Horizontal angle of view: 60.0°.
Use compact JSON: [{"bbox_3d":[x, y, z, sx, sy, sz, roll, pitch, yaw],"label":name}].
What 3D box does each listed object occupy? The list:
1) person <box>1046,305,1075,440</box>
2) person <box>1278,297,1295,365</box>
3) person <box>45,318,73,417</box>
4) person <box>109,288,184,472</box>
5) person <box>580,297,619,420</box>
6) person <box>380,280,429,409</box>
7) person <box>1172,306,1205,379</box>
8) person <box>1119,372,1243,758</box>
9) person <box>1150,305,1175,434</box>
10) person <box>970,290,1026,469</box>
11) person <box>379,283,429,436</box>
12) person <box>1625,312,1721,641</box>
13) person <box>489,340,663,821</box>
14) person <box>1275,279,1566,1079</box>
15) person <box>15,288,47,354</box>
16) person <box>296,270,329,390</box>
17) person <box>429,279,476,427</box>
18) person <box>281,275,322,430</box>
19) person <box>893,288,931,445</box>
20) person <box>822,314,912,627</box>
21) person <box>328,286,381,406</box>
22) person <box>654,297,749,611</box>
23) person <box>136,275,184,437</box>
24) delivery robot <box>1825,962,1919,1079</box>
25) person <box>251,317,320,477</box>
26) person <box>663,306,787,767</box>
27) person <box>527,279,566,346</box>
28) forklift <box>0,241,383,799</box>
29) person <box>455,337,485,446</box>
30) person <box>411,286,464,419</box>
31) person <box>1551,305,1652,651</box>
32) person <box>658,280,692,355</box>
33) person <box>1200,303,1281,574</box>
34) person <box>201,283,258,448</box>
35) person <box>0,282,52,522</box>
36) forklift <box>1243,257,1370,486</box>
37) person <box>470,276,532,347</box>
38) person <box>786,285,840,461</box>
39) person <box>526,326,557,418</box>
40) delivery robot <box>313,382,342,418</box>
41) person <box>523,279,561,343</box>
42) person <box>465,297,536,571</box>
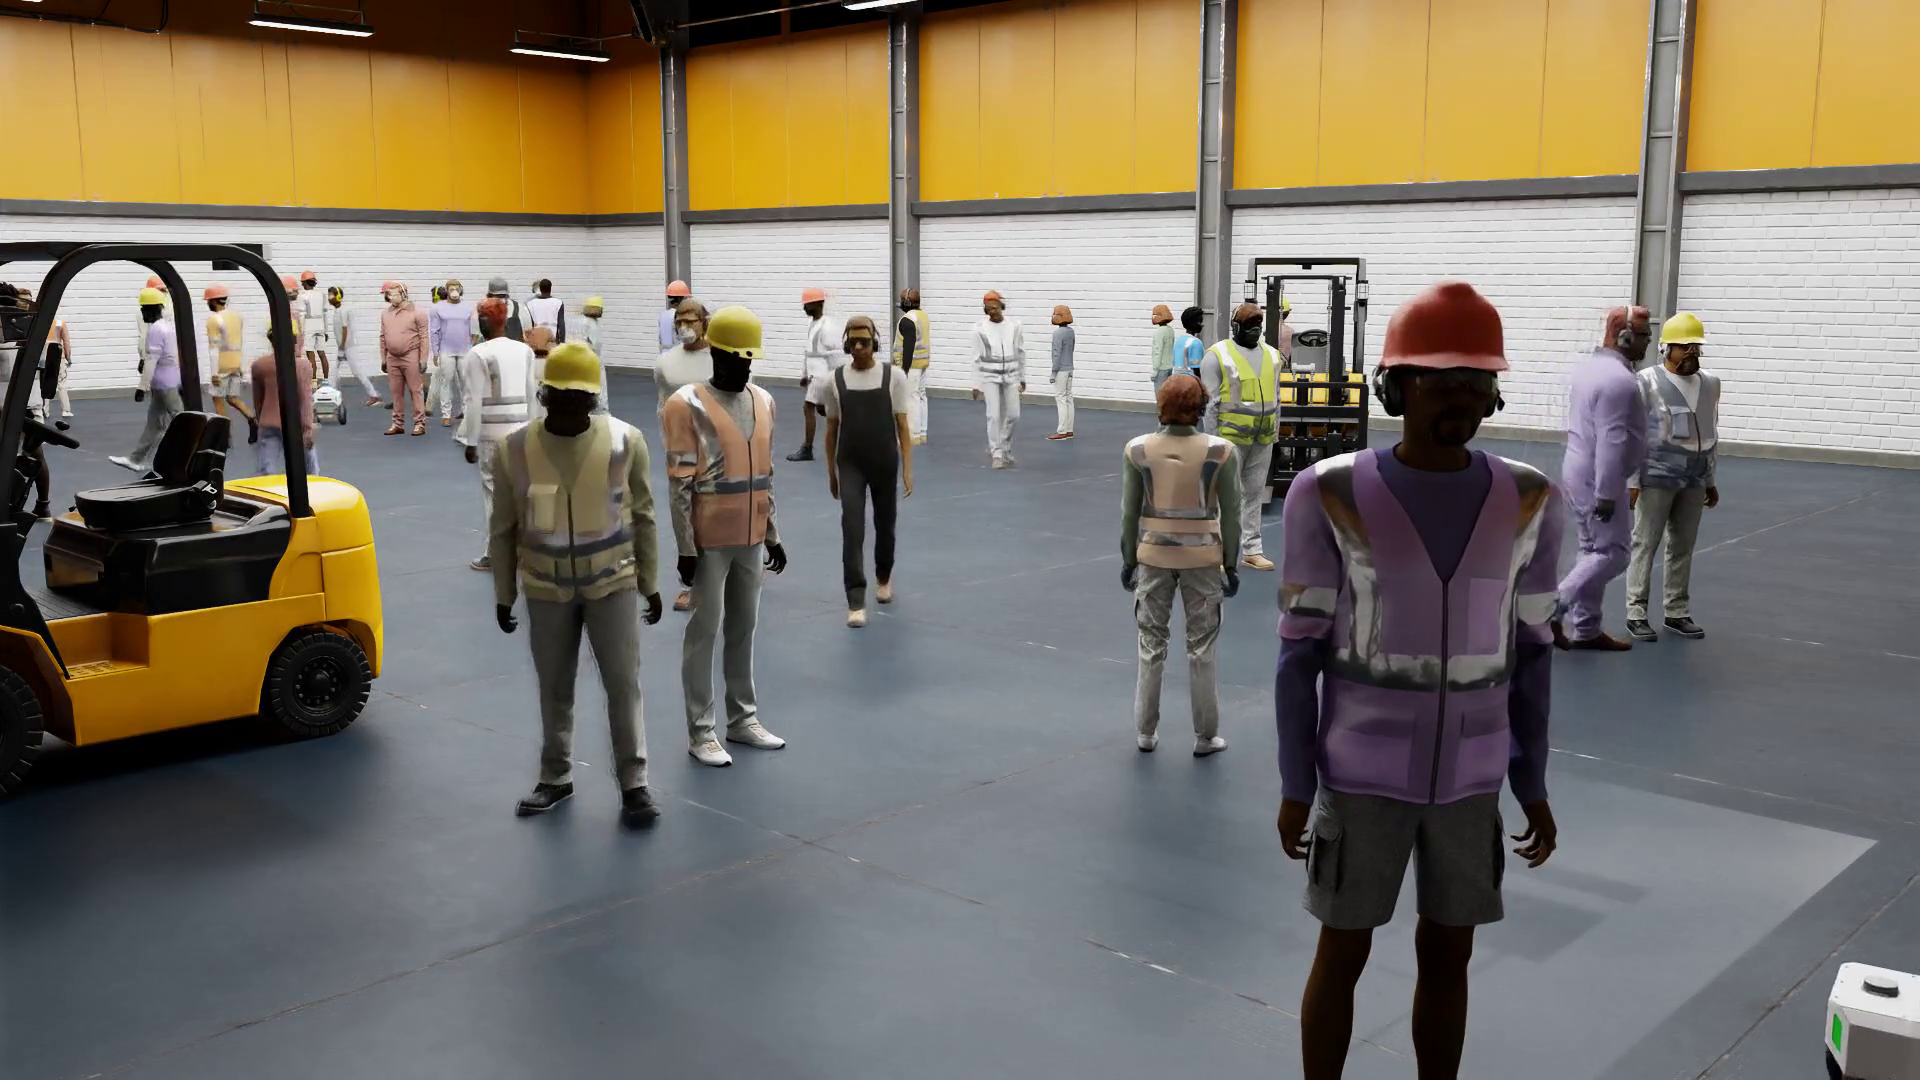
[{"bbox_3d":[1.235,-2.035,20.226,0.280,1.636,0.502,5,10,27],"label":"person"},{"bbox_3d":[3.468,-1.765,18.168,0.303,1.771,0.525,7,12,37],"label":"person"},{"bbox_3d":[-12.651,-2.512,23.143,0.522,1.639,0.306,-3,10,-19],"label":"person"},{"bbox_3d":[-8.115,-1.593,16.785,0.993,1.872,0.602,-3,10,-16],"label":"person"},{"bbox_3d":[-5.093,-2.473,22.735,0.842,1.696,0.535,4,10,22],"label":"person"},{"bbox_3d":[-8.185,-2.860,24.462,0.697,1.912,0.553,3,10,18],"label":"person"},{"bbox_3d":[2.300,-1.498,16.743,0.322,1.699,0.535,-2,10,-15],"label":"person"},{"bbox_3d":[0.931,0.112,7.075,0.529,1.636,0.312,3,10,18],"label":"person"},{"bbox_3d":[2.490,-2.084,20.535,0.268,1.631,0.509,5,11,29],"label":"person"},{"bbox_3d":[0.380,-1.661,17.276,0.632,1.853,0.614,-3,10,-17],"label":"person"},{"bbox_3d":[-6.931,-2.243,20.698,0.645,1.900,0.400,2,10,14],"label":"person"},{"bbox_3d":[3.988,-0.351,9.302,0.600,1.832,0.404,-2,10,-14],"label":"person"},{"bbox_3d":[-1.433,0.168,6.202,0.639,1.813,0.492,-1,9,-8],"label":"person"},{"bbox_3d":[0.969,0.485,3.521,0.605,2.048,0.372,-1,9,-3],"label":"person"},{"bbox_3d":[-11.201,-2.091,19.956,0.402,1.838,0.585,5,10,27],"label":"person"},{"bbox_3d":[-11.091,-3.580,28.452,0.394,2.042,0.611,6,11,31],"label":"person"},{"bbox_3d":[-6.643,-2.461,21.913,0.632,1.940,0.372,-4,10,-25],"label":"person"},{"bbox_3d":[-8.589,-2.400,21.401,0.447,1.988,0.638,-9,13,-44],"label":"person"},{"bbox_3d":[-0.575,-2.042,19.642,0.429,1.842,0.630,3,10,18],"label":"person"},{"bbox_3d":[-0.550,-0.438,9.915,0.523,1.817,0.869,0,9,-3],"label":"person"},{"bbox_3d":[-9.194,-2.881,24.886,1.002,1.820,0.537,-7,11,-36],"label":"person"},{"bbox_3d":[-1.568,-0.557,10.342,0.632,1.911,0.847,2,9,10],"label":"person"},{"bbox_3d":[-9.893,-2.279,20.636,0.403,1.989,0.622,8,12,39],"label":"person"},{"bbox_3d":[2.331,1.154,3.693,0.707,0.478,0.477,6,11,33],"label":"delivery robot"},{"bbox_3d":[-5.136,-0.860,12.753,0.543,1.713,0.920,1,9,9],"label":"person"},{"bbox_3d":[-0.966,-0.022,7.025,0.380,1.917,0.586,7,12,38],"label":"person"},{"bbox_3d":[-6.573,-3.190,26.482,0.587,1.911,0.397,0,9,3],"label":"person"},{"bbox_3d":[-3.706,-0.171,7.093,1.214,2.155,2.313,9,13,43],"label":"forklift"},{"bbox_3d":[-5.526,-1.885,19.469,0.866,1.586,0.562,-1,9,-8],"label":"person"},{"bbox_3d":[-7.155,-2.573,22.966,0.942,1.825,0.541,3,10,20],"label":"person"},{"bbox_3d":[3.384,-0.307,8.877,0.509,1.884,0.689,1,9,7],"label":"person"},{"bbox_3d":[-3.225,-1.994,19.049,0.375,1.939,0.546,-8,12,-39],"label":"person"},{"bbox_3d":[1.943,-0.693,11.373,0.627,1.844,0.429,-4,10,-25],"label":"person"},{"bbox_3d":[-8.403,-1.992,19.139,0.614,1.920,0.563,3,10,15],"label":"person"},{"bbox_3d":[-7.628,-1.087,13.402,0.367,1.966,0.607,3,10,21],"label":"person"},{"bbox_3d":[3.309,-1.629,16.029,1.214,2.155,2.313,2,9,11],"label":"forklift"},{"bbox_3d":[-5.312,-2.096,19.366,0.723,2.000,0.545,-3,10,-16],"label":"person"},{"bbox_3d":[-1.449,-1.807,18.029,0.877,1.903,0.535,-3,10,-19],"label":"person"},{"bbox_3d":[-3.306,-0.876,13.172,0.511,1.616,0.443,2,10,14],"label":"person"},{"bbox_3d":[-8.476,-1.872,22.246,0.477,0.478,0.707,-3,10,-17],"label":"delivery robot"},{"bbox_3d":[-7.099,-3.479,28.295,0.626,1.904,0.992,-2,10,-13],"label":"person"},{"bbox_3d":[-3.161,-0.719,11.421,0.393,1.881,0.586,5,11,30],"label":"person"}]
